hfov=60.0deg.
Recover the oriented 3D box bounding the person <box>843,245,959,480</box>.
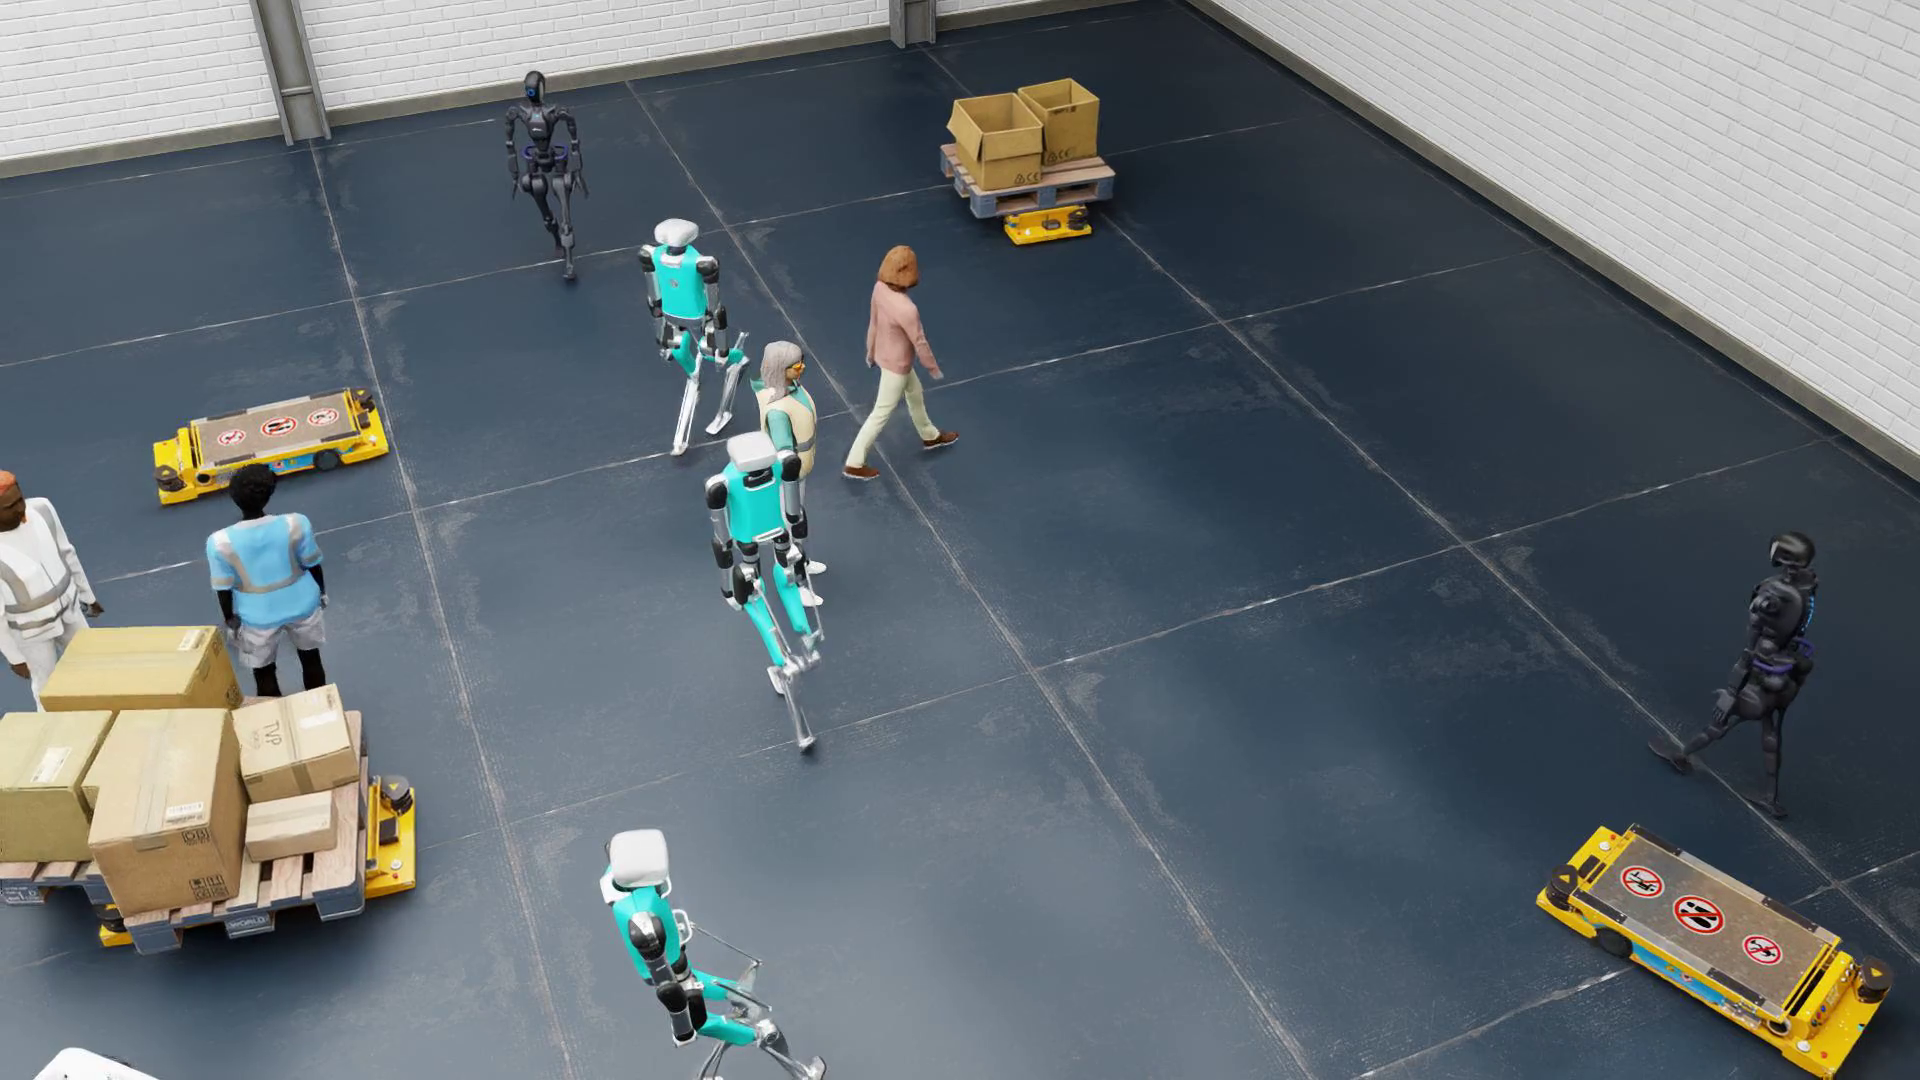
[{"bbox_3d":[-0.416,-1.142,10.668,0.867,1.584,0.508,-14,40,-18],"label":"person"}]

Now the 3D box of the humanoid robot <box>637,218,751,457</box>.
[{"bbox_3d":[-1.674,-1.371,10.842,0.536,1.734,0.915,12,39,15],"label":"humanoid robot"}]

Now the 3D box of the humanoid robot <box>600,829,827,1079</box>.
[{"bbox_3d":[-0.931,1.774,6.800,0.891,1.835,0.560,-13,39,-17],"label":"humanoid robot"}]

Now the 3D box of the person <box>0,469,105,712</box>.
[{"bbox_3d":[-4.620,0.412,8.421,0.347,1.878,0.587,12,39,15],"label":"person"}]

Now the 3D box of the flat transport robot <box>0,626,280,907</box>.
[{"bbox_3d":[-4.001,1.445,8.393,1.431,0.231,0.659,-1,38,-2],"label":"flat transport robot"}]

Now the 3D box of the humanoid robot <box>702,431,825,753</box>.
[{"bbox_3d":[-0.898,0.347,8.673,0.547,1.854,0.848,-21,42,-25],"label":"humanoid robot"}]

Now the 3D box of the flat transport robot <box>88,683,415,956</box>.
[{"bbox_3d":[-3.448,1.570,8.230,1.431,0.231,0.659,-9,38,-11],"label":"flat transport robot"}]

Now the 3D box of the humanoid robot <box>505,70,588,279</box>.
[{"bbox_3d":[-3.194,-2.822,12.828,0.594,1.620,0.803,-3,38,-3],"label":"humanoid robot"}]

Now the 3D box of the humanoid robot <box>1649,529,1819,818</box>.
[{"bbox_3d":[3.998,0.652,8.289,0.611,1.620,0.692,-23,43,-27],"label":"humanoid robot"}]

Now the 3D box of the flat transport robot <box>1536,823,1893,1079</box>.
[{"bbox_3d":[3.533,1.877,7.831,1.431,0.231,0.659,31,47,34],"label":"flat transport robot"}]

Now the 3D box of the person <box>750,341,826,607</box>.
[{"bbox_3d":[-0.995,-0.393,9.602,0.365,1.709,0.465,0,38,1],"label":"person"}]

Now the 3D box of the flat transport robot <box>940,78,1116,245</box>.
[{"bbox_3d":[0.543,-2.920,14.075,0.659,0.231,1.431,-11,39,-14],"label":"flat transport robot"}]

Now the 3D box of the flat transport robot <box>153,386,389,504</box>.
[{"bbox_3d":[-4.609,-0.645,11.113,1.431,0.231,0.659,-15,40,-19],"label":"flat transport robot"}]

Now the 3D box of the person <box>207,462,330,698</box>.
[{"bbox_3d":[-3.572,0.375,8.634,0.648,1.663,0.384,-19,42,-23],"label":"person"}]

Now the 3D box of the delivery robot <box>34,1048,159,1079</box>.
[{"bbox_3d":[-3.524,2.413,6.912,0.796,0.613,0.499,13,40,17],"label":"delivery robot"}]
